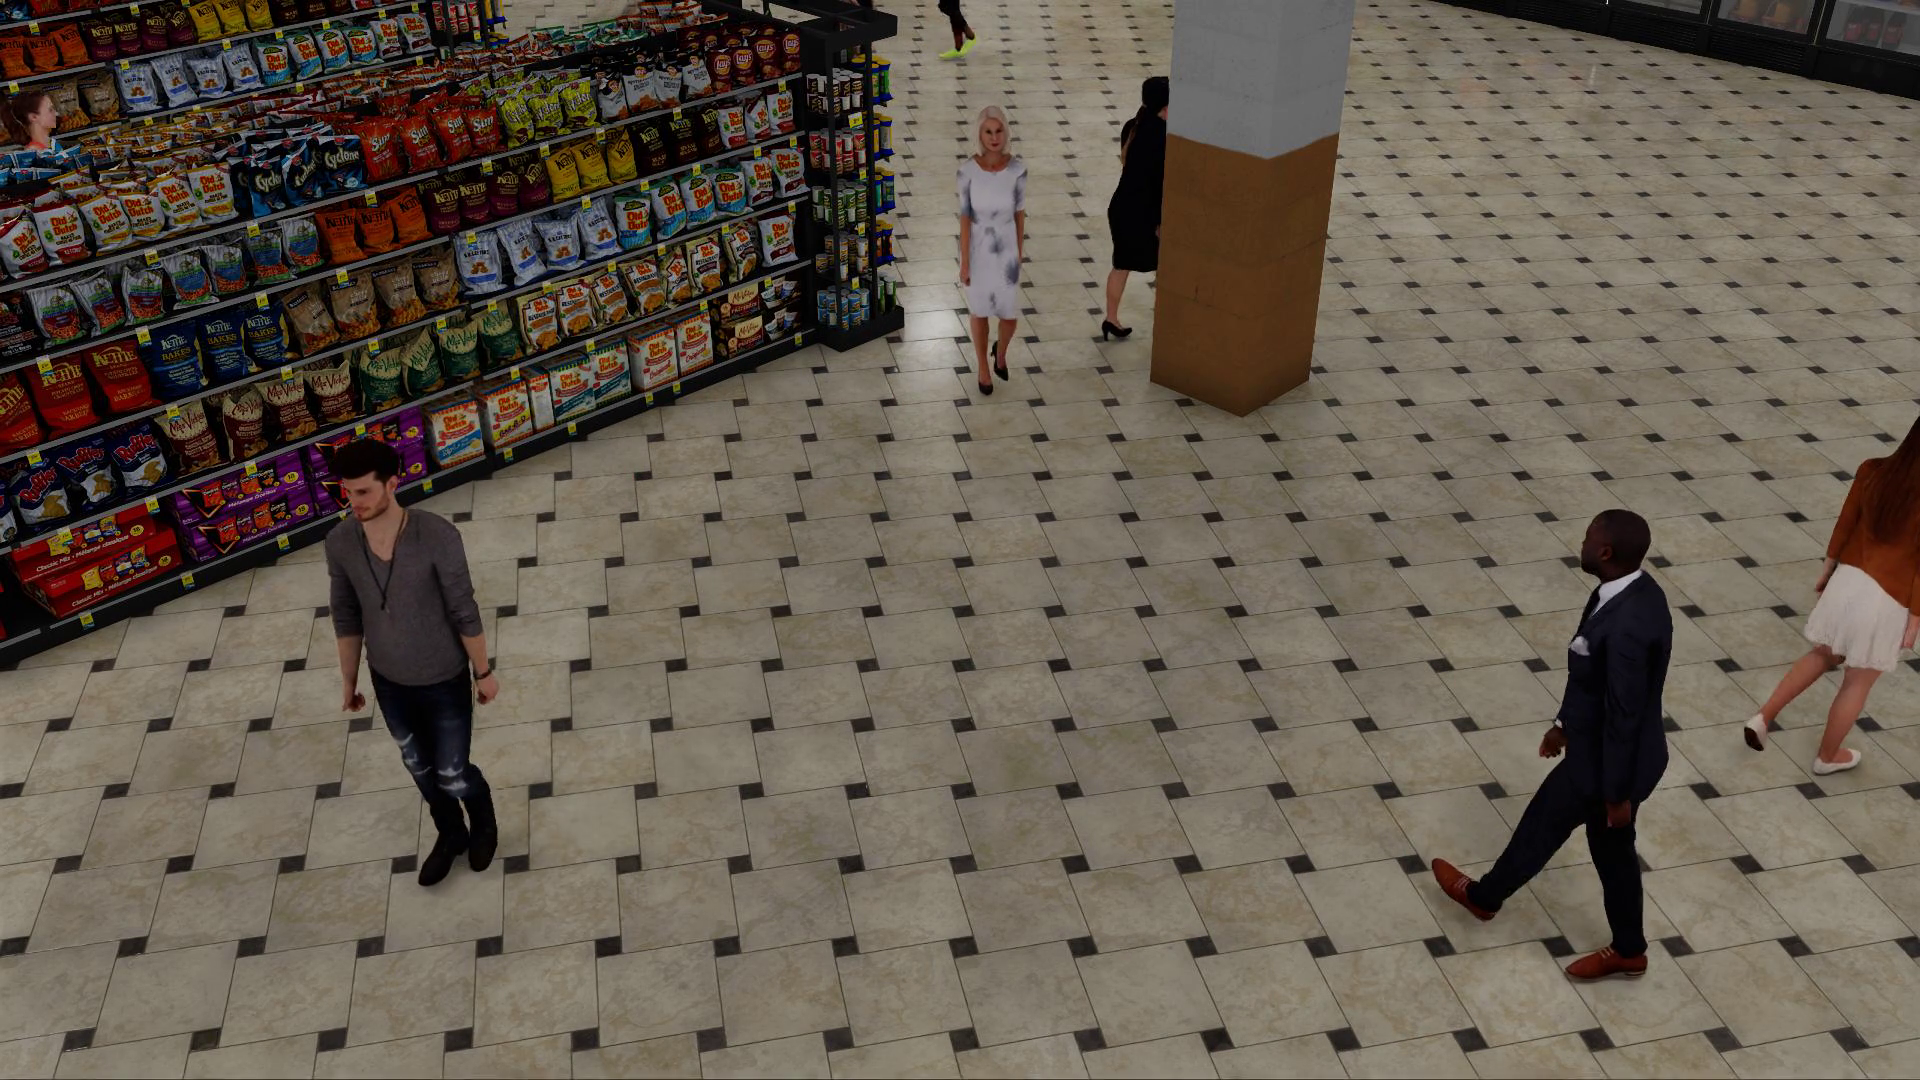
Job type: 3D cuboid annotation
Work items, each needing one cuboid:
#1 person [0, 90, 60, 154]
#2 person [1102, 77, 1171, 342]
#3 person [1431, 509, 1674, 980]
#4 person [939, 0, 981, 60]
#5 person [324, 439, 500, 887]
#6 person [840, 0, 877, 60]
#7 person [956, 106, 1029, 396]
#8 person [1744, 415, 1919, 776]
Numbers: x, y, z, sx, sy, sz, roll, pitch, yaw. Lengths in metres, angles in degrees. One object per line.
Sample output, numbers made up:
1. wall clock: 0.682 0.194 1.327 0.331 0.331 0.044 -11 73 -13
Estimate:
1. person: -5.358 -1.748 9.797 1.155 1.724 0.850 -12 34 -18
2. person: 1.057 -1.984 10.248 0.946 1.649 0.814 -20 37 -29
3. person: 2.261 0.792 5.673 0.974 1.770 1.080 12 34 19
4. person: 0.042 -5.383 15.624 0.779 1.741 0.721 -7 33 -11
5. person: -1.947 0.437 6.131 0.833 1.889 0.858 6 32 9
6. person: -0.842 -3.685 12.844 0.702 1.794 0.578 15 35 22
7. person: 0.153 -1.690 9.694 0.681 1.735 0.750 -5 32 -8
8. person: 3.548 0.253 6.596 0.921 1.710 0.783 -12 34 -19
